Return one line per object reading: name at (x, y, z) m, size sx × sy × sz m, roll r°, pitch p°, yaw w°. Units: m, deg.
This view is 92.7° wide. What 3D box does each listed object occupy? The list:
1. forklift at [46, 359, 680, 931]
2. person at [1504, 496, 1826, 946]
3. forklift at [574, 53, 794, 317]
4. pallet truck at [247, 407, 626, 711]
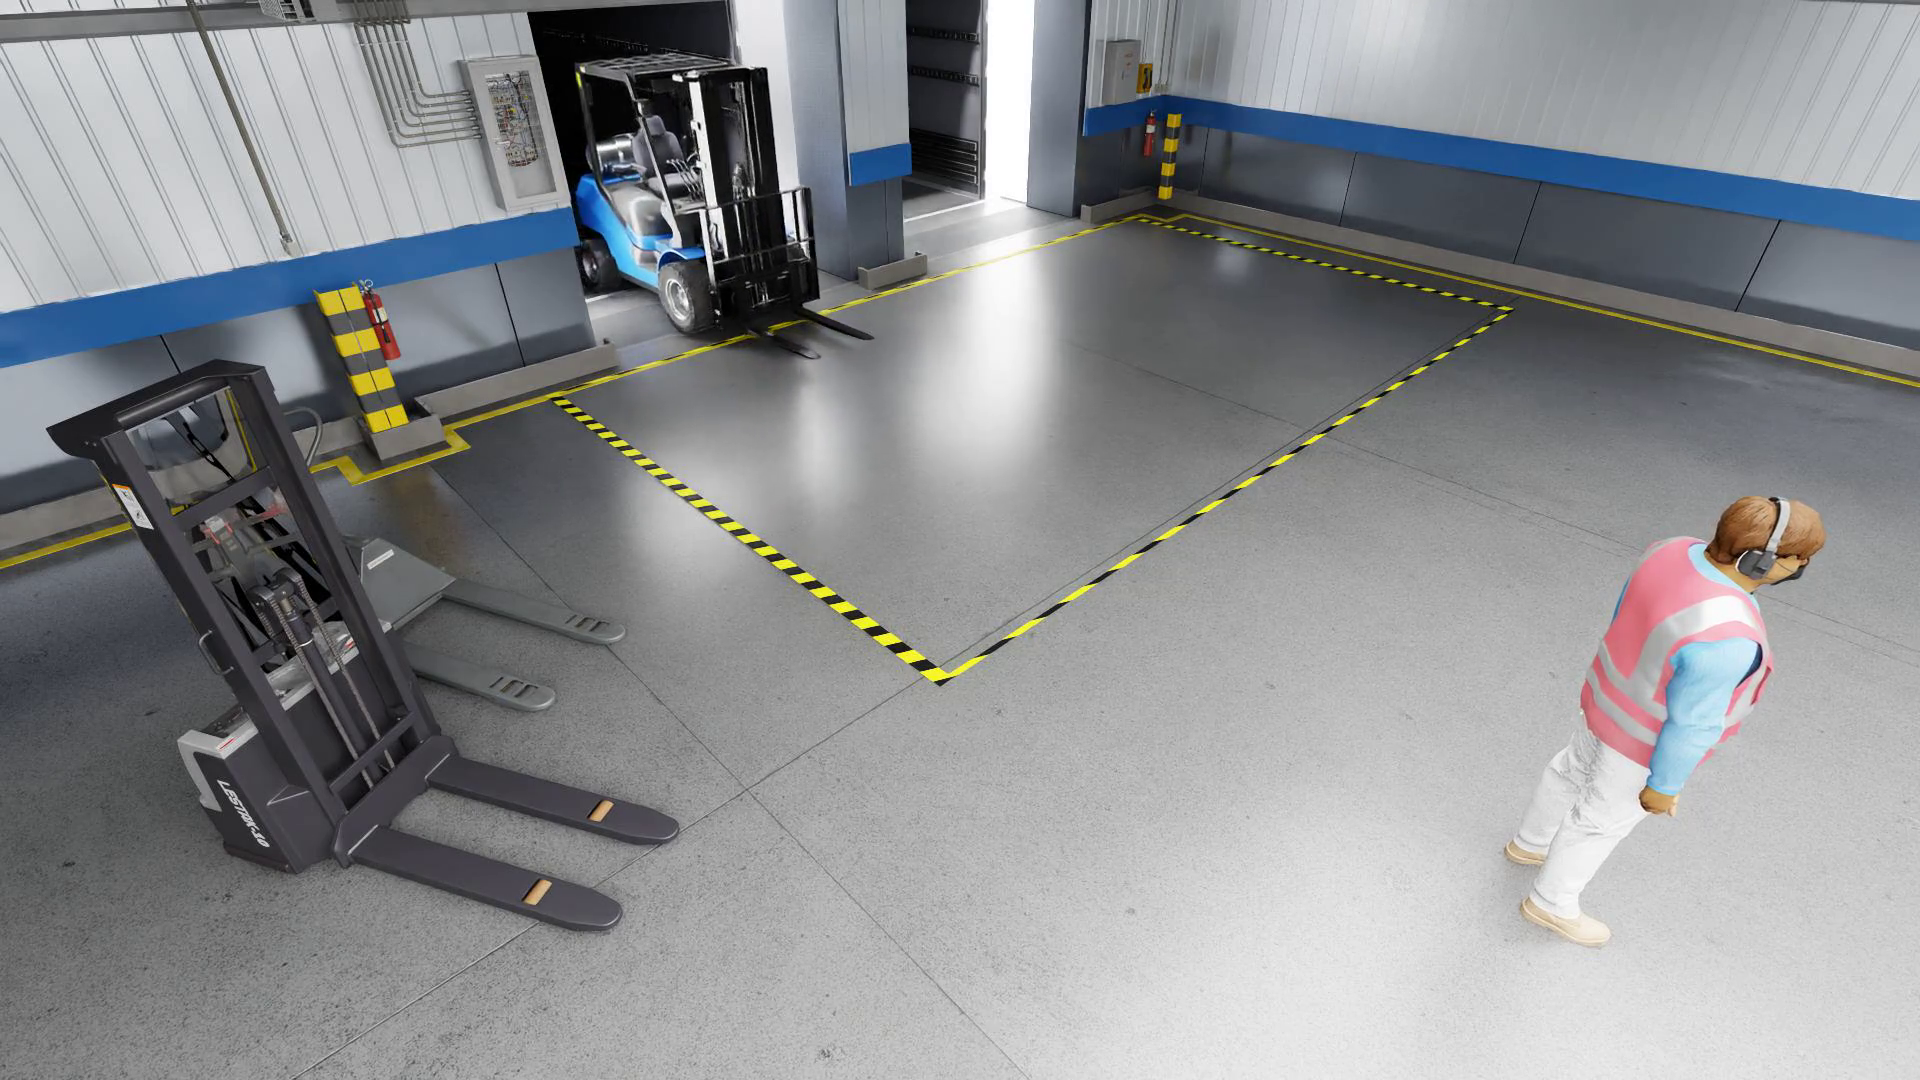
forklift at (-2.135, 0.422, 3.354) m, size 1.885 × 1.965 × 0.823 m, roll 10°, pitch 35°, yaw 14°
person at (2.370, 0.644, 3.164) m, size 0.429 × 1.841 × 0.633 m, roll 10°, pitch 35°, yaw 14°
forklift at (-2.674, -3.432, 8.676) m, size 2.680 × 2.036 × 1.157 m, roll 29°, pitch 44°, yaw 36°
pallet truck at (-2.628, 0.038, 4.590) m, size 1.601 × 1.201 × 0.680 m, roll 12°, pitch 36°, yaw 18°
